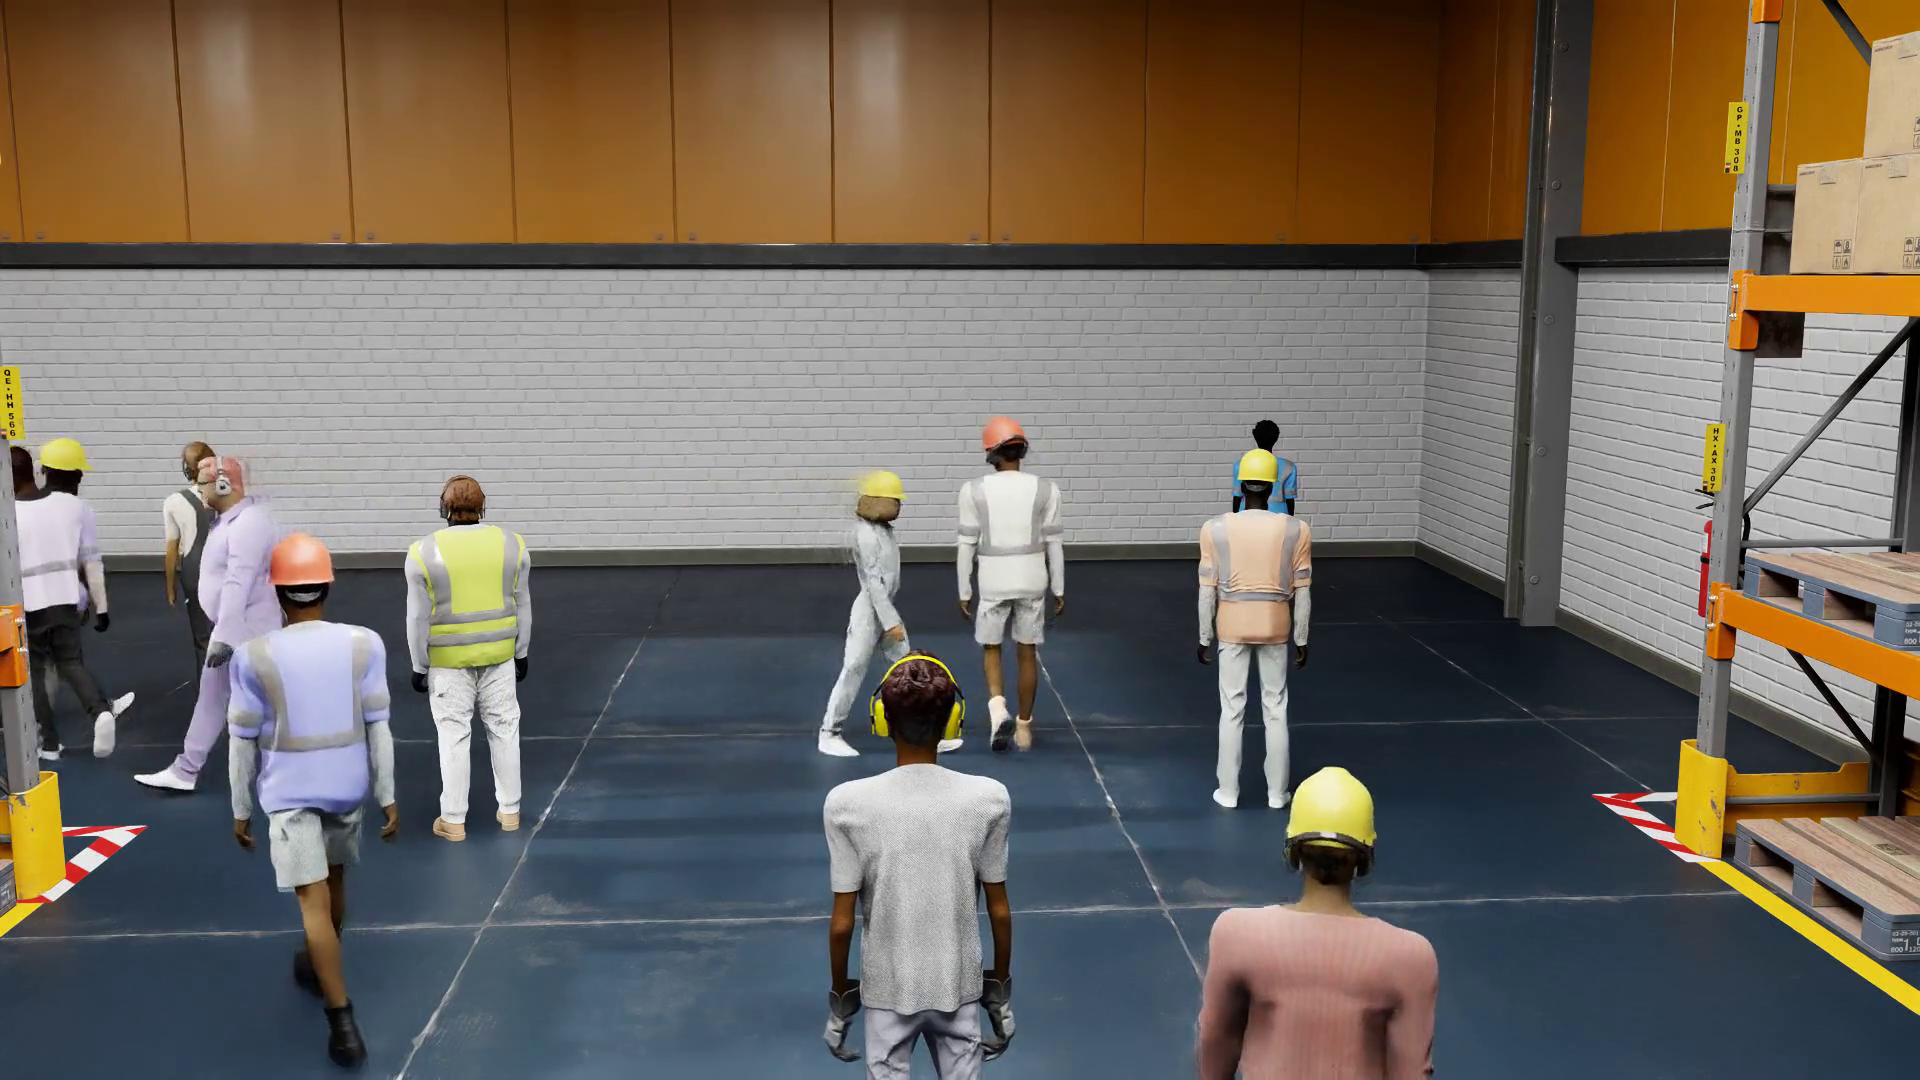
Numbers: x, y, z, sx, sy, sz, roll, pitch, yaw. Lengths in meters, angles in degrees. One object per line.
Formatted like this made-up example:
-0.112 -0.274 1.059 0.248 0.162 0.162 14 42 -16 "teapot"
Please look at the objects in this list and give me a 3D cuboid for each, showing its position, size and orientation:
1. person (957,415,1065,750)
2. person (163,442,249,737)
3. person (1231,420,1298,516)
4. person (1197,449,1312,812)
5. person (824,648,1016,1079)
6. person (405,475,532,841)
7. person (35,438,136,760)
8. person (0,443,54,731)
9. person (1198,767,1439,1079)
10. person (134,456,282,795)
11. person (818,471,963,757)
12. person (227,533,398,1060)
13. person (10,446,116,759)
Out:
0.314 0.279 9.793 0.659 2.019 0.566 0 9 -1 "person"
-4.613 0.299 10.300 0.536 1.809 0.526 -4 10 -24 "person"
2.421 -0.113 13.273 0.530 1.689 0.321 0 9 1 "person"
1.551 0.479 8.810 0.594 1.924 0.382 1 9 5 "person"
-0.104 1.209 4.402 0.508 1.872 0.329 -1 9 -8 "person"
-2.470 0.590 8.380 0.626 1.844 0.429 -6 11 -32 "person"
-5.310 0.325 9.951 0.601 1.864 0.986 3 9 17 "person"
-5.936 0.273 10.393 0.404 1.834 0.589 0 9 3 "person"
0.810 1.377 3.867 0.538 1.714 0.952 2 9 13 "person"
-3.970 0.483 8.974 0.962 1.854 0.667 -7 11 -37 "person"
-0.451 0.451 9.723 0.843 1.699 0.483 3 10 19 "person"
-2.402 0.918 6.181 0.556 1.891 1.013 -6 11 -34 "person"
-5.226 0.386 9.559 0.754 1.874 0.601 6 11 31 "person"
